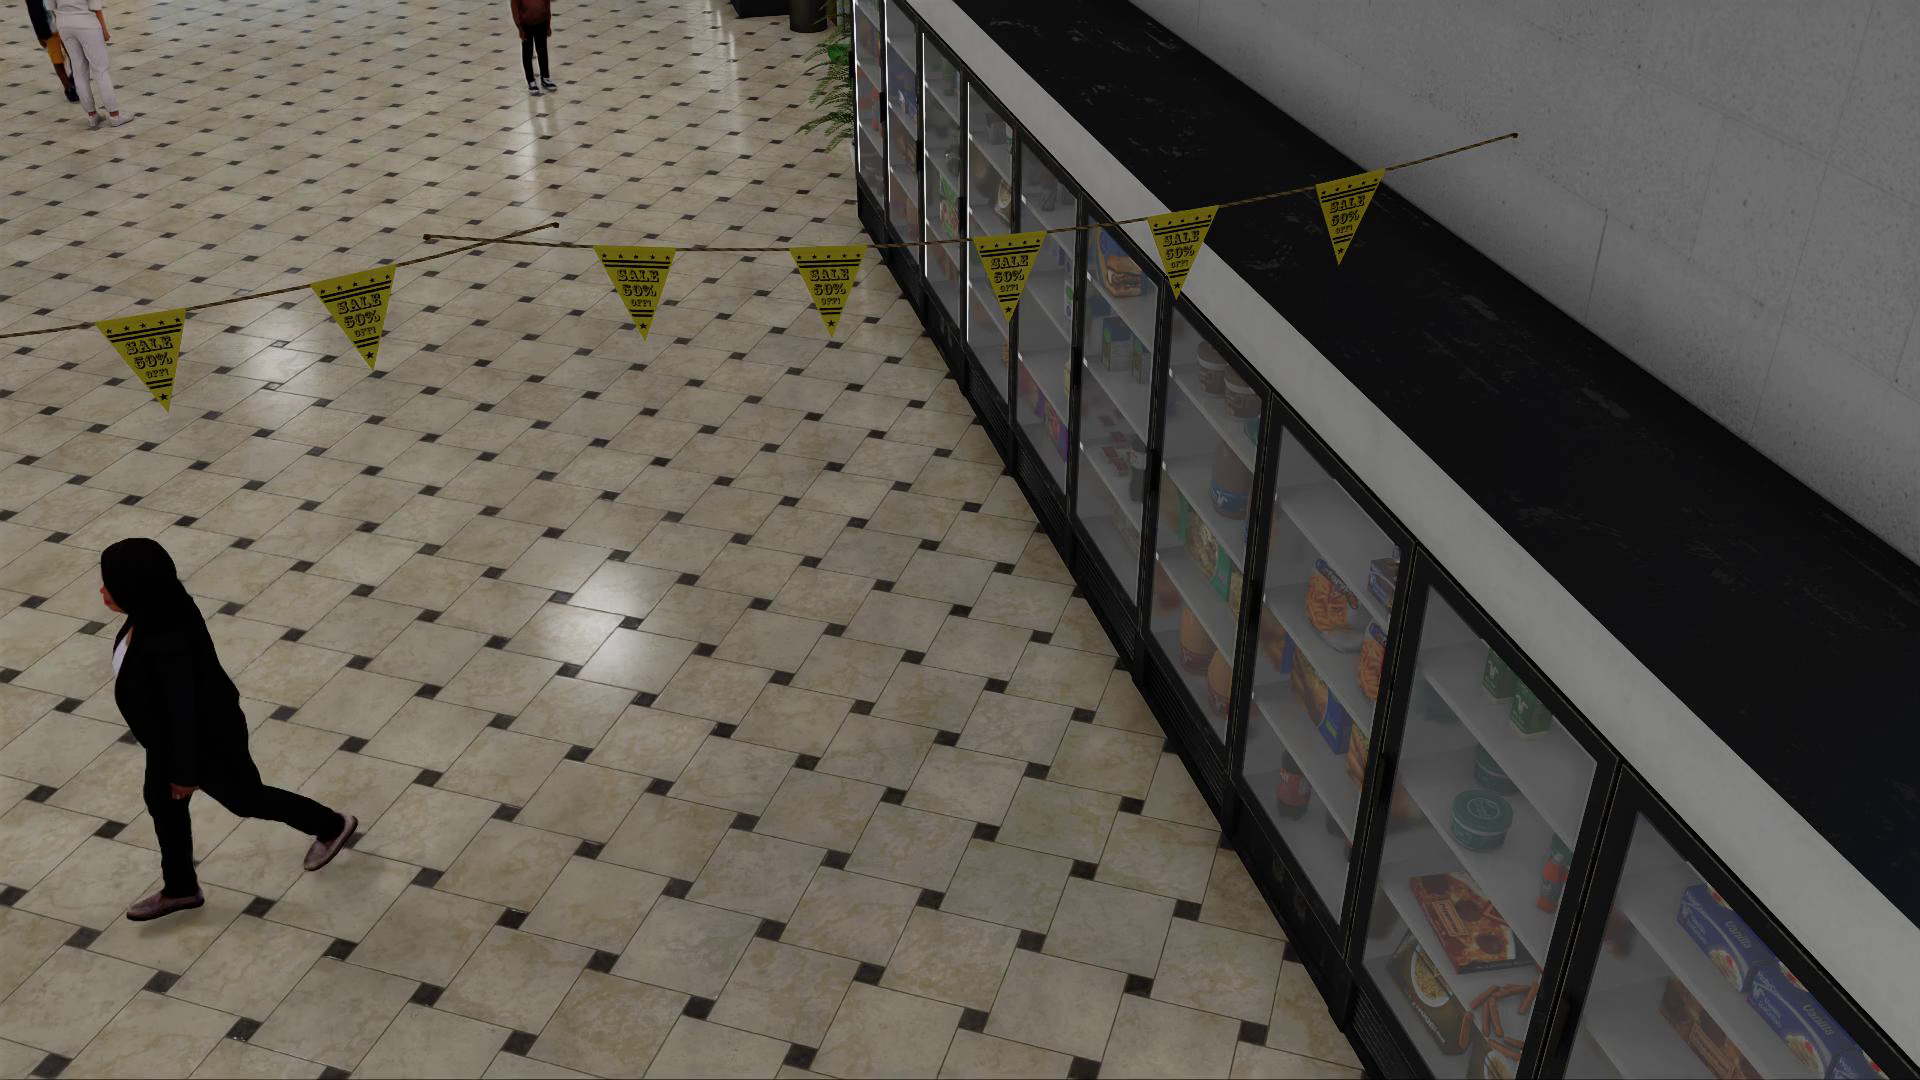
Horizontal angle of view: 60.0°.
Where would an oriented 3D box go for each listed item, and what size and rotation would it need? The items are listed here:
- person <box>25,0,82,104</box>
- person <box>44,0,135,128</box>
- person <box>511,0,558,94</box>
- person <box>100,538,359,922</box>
[{"bbox_3d":[-8.055,-4.555,14.772,0.714,1.266,0.662,28,41,37],"label":"person"},{"bbox_3d":[-7.430,-4.347,14.038,0.585,1.688,0.727,3,32,4],"label":"person"},{"bbox_3d":[-3.847,-4.664,14.961,0.498,1.251,0.626,-20,37,-28],"label":"person"},{"bbox_3d":[-2.691,0.681,6.053,1.182,1.586,0.930,-23,39,-32],"label":"person"}]
